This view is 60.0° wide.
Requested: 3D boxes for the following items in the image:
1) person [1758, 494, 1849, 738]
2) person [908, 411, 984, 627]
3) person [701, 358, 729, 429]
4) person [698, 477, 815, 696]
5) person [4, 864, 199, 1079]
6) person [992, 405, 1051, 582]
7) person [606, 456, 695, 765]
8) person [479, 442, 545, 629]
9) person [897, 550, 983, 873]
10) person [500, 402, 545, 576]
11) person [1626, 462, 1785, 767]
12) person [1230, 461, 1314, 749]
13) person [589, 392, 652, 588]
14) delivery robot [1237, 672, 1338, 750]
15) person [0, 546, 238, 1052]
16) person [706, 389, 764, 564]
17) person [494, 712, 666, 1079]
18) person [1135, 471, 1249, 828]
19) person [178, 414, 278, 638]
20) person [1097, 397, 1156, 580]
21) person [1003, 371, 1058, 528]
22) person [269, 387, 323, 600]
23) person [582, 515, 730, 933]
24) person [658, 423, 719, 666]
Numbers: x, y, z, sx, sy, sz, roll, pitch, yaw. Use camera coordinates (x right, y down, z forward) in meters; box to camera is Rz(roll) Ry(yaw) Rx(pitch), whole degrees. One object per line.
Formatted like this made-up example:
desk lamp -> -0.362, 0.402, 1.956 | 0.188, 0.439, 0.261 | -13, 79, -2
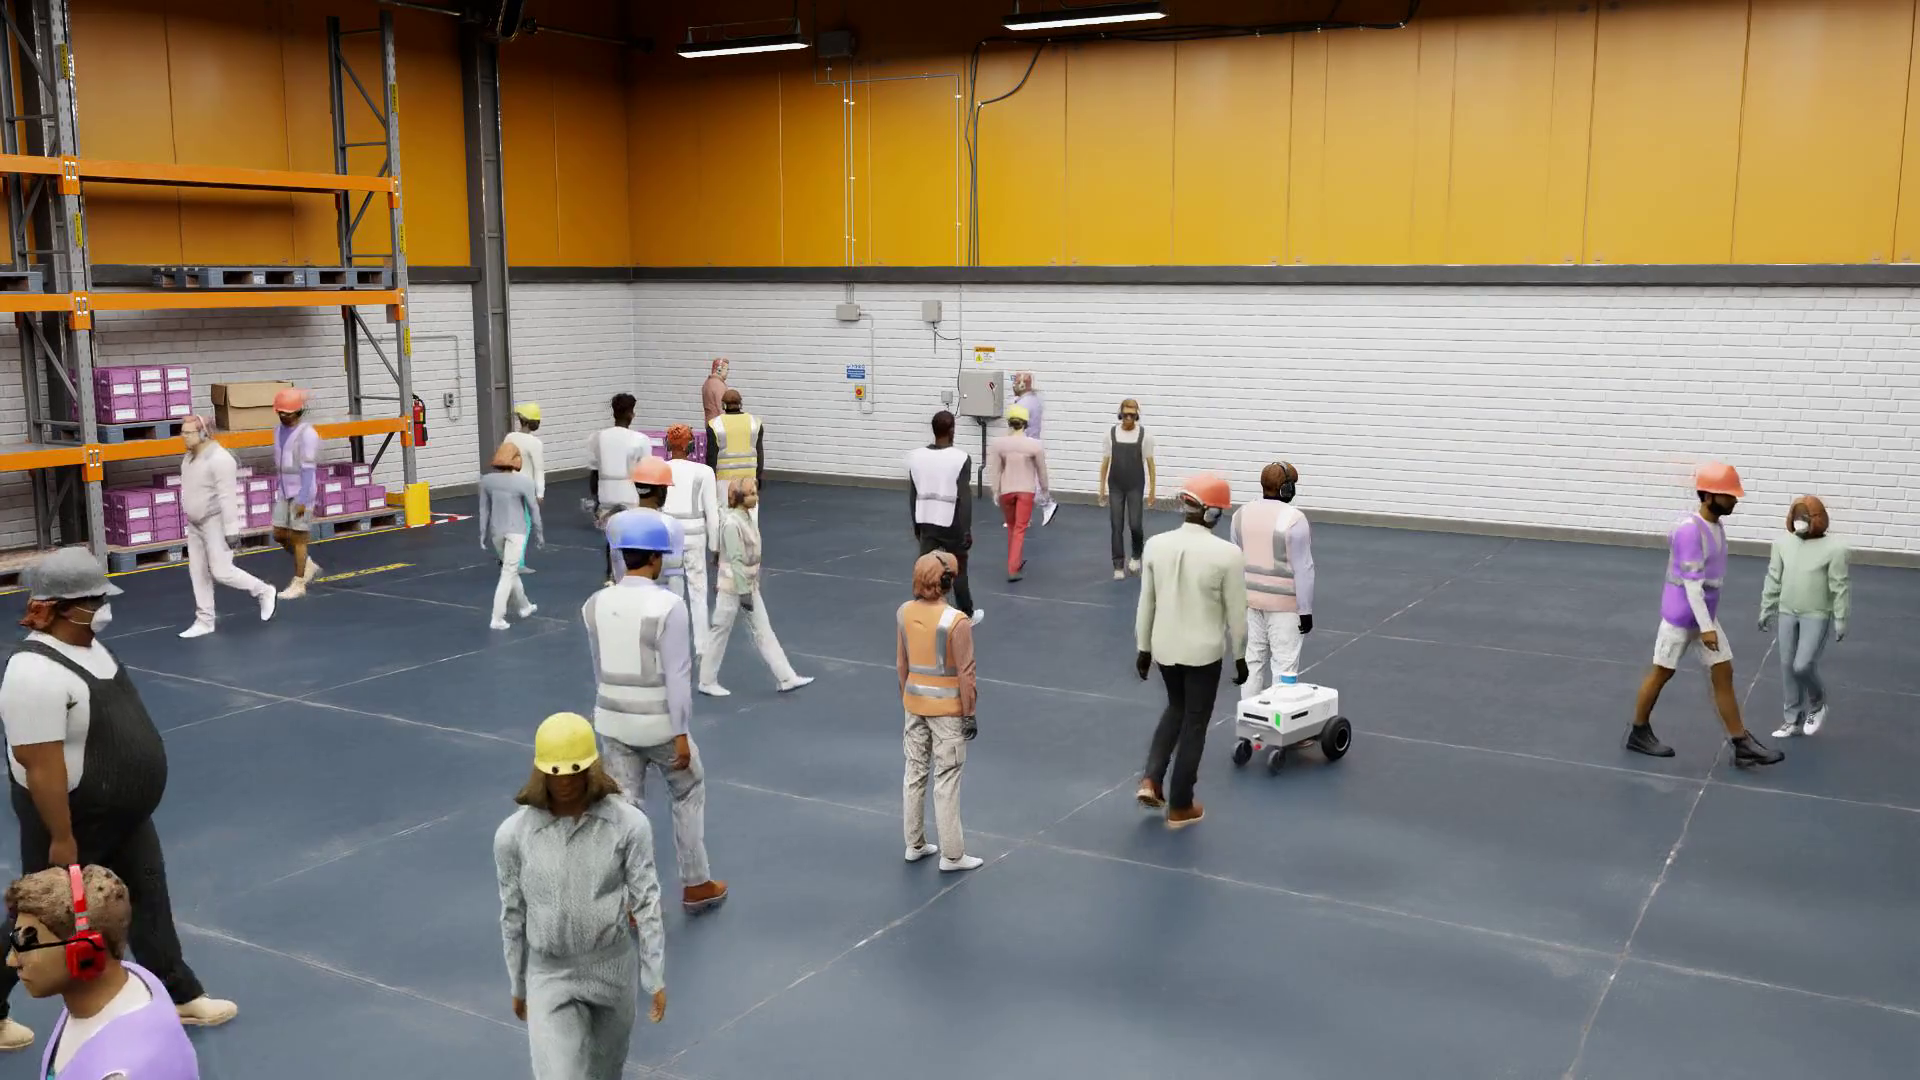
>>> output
person -> 5.437, 0.507, 10.765 | 0.346, 1.618, 0.529 | -5, 11, -30
person -> -0.100, -0.146, 13.993 | 0.620, 1.885, 0.883 | 4, 10, 25
person -> -3.232, -1.500, 22.429 | 0.403, 1.901, 0.637 | -5, 10, -26
person -> -1.496, 0.347, 11.835 | 0.873, 1.587, 0.533 | 2, 9, 11
person -> -1.887, 1.575, 3.477 | 0.854, 1.812, 0.596 | -6, 11, -34
person -> 0.617, -0.477, 16.598 | 0.539, 1.722, 0.910 | 4, 10, 23
person -> -1.902, 0.435, 10.332 | 0.543, 1.908, 0.670 | 3, 9, 15
person -> -3.869, -0.049, 14.340 | 0.521, 1.583, 0.873 | 2, 9, 15
person -> -0.119, 0.868, 8.445 | 0.514, 1.644, 0.307 | 8, 12, 42
person -> -4.379, -0.509, 16.724 | 0.540, 1.739, 0.453 | 7, 11, 36
person -> 4.583, 0.468, 10.180 | 0.547, 1.881, 0.989 | -8, 12, -40
person -> 2.026, 0.413, 10.665 | 0.429, 1.845, 0.621 | -7, 11, -37
person -> -3.096, -0.387, 15.313 | 0.638, 1.947, 0.424 | 2, 9, 11
delivery robot -> 2.035, 1.063, 10.319 | 0.477, 0.478, 0.707 | 9, 13, 44
person -> -3.465, 0.986, 6.467 | 1.007, 2.000, 0.687 | -1, 9, -7
person -> -2.350, -0.651, 17.328 | 0.621, 1.838, 0.429 | -4, 10, -24
person -> -1.196, 1.350, 5.269 | 0.501, 1.707, 0.878 | -2, 9, -15
person -> 1.277, 0.601, 9.114 | 0.613, 1.966, 0.443 | 7, 12, 38
person -> -6.217, -0.137, 13.984 | 0.661, 1.882, 0.721 | 7, 11, 36
person -> 1.653, -0.511, 16.481 | 0.560, 1.824, 0.457 | 2, 9, 11
person -> 0.831, -1.051, 19.674 | 0.618, 1.891, 0.648 | 3, 10, 17
person -> -6.184, -0.431, 15.466 | 0.659, 1.999, 0.505 | 5, 11, 30
person -> -1.421, 0.836, 7.801 | 0.623, 1.907, 0.794 | 5, 10, 28
person -> -2.148, 0.040, 12.859 | 0.584, 1.882, 0.337 | 0, 9, 2
